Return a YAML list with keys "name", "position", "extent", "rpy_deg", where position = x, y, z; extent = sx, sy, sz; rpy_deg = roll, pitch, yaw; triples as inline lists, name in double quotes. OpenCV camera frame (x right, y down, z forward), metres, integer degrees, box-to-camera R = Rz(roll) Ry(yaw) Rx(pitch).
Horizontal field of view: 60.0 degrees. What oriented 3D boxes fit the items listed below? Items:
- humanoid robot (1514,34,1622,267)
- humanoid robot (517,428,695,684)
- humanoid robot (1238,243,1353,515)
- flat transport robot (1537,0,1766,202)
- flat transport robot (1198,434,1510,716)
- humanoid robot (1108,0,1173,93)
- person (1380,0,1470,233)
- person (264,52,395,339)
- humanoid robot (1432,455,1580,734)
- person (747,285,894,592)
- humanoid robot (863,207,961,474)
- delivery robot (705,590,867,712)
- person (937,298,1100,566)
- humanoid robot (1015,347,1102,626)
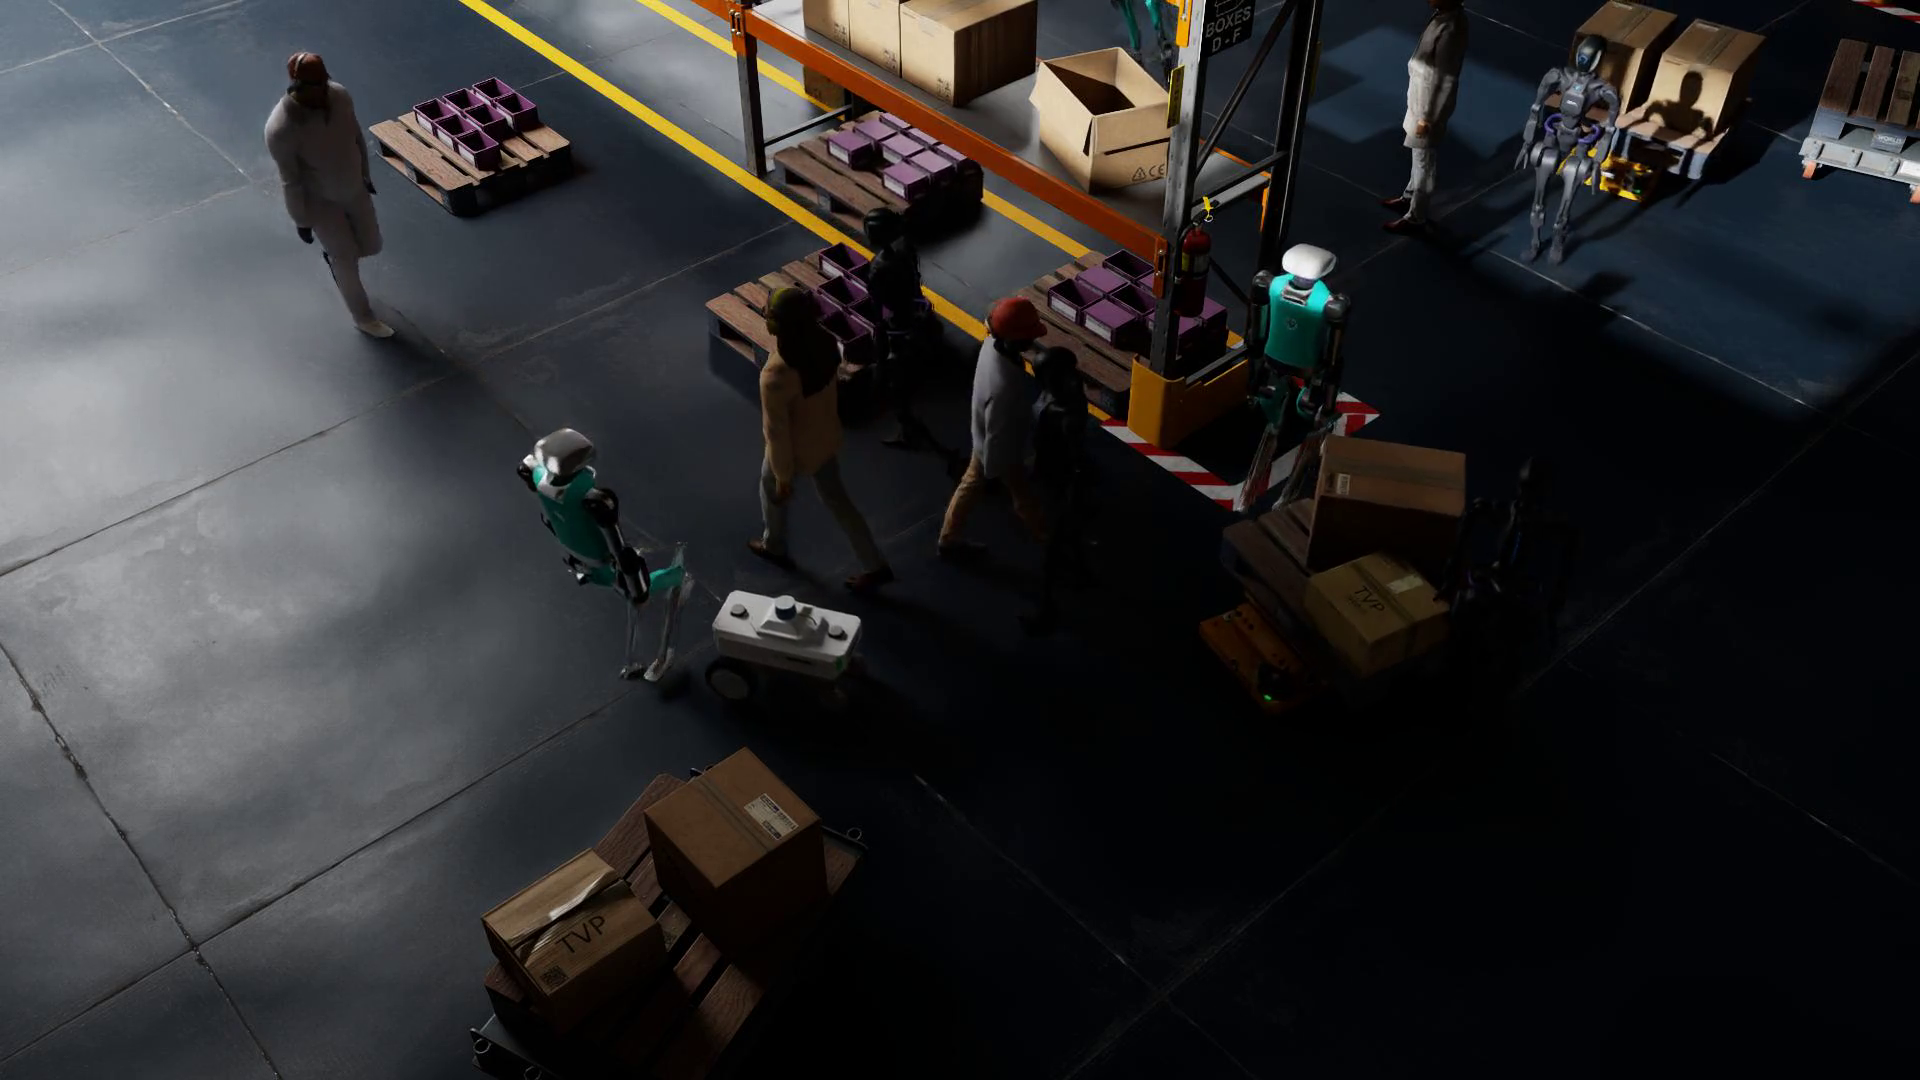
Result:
- name: "humanoid robot"
  position: [3.929, -2.524, 10.799]
  extent: [0.591, 1.639, 0.348]
  rpy_deg: [26, 49, 26]
- name: "humanoid robot"
  position: [-1.575, 0.065, 7.942]
  extent: [0.540, 1.762, 0.822]
  rpy_deg: [24, 48, 24]
- name: "humanoid robot"
  position: [1.840, -0.877, 8.953]
  extent: [0.541, 1.782, 0.683]
  rpy_deg: [23, 47, 23]
- name: "flat transport robot"
  position: [5.014, -2.958, 12.312]
  extent: [0.659, 0.231, 1.431]
  rpy_deg: [27, 49, 26]
- name: "flat transport robot"
  position: [2.024, 0.406, 8.654]
  extent: [1.431, 0.231, 0.659]
  rpy_deg: [-19, 46, -19]
- name: "humanoid robot"
  position: [1.446, -4.038, 12.440]
  extent: [0.557, 1.816, 0.896]
  rpy_deg: [-13, 44, -14]
- name: "person"
  position: [3.126, -2.919, 11.117]
  extent: [0.364, 1.833, 0.503]
  rpy_deg: [7, 43, 8]
- name: "person"
  position: [-3.899, -2.151, 10.246]
  extent: [0.632, 1.881, 0.675]
  rpy_deg: [22, 47, 22]
- name: "humanoid robot"
  position: [2.519, 0.274, 7.757]
  extent: [0.589, 1.654, 0.325]
  rpy_deg: [14, 44, 14]
- name: "person"
  position: [-0.755, -0.489, 8.473]
  extent: [0.899, 1.837, 0.572]
  rpy_deg: [29, 50, 28]
- name: "humanoid robot"
  position: [-0.231, -1.107, 9.265]
  extent: [0.582, 1.628, 0.611]
  rpy_deg: [16, 45, 17]
- name: "delivery robot"
  position: [-0.874, 0.524, 8.326]
  extent: [0.813, 0.610, 0.499]
  rpy_deg: [11, 44, 12]
- name: "person"
  position: [0.290, -0.533, 8.609]
  extent: [0.893, 1.698, 0.573]
  rpy_deg: [-4, 43, -4]
- name: "humanoid robot"
  position: [0.524, -0.296, 8.387]
  extent: [0.555, 1.632, 0.586]
  rpy_deg: [-14, 45, -15]
